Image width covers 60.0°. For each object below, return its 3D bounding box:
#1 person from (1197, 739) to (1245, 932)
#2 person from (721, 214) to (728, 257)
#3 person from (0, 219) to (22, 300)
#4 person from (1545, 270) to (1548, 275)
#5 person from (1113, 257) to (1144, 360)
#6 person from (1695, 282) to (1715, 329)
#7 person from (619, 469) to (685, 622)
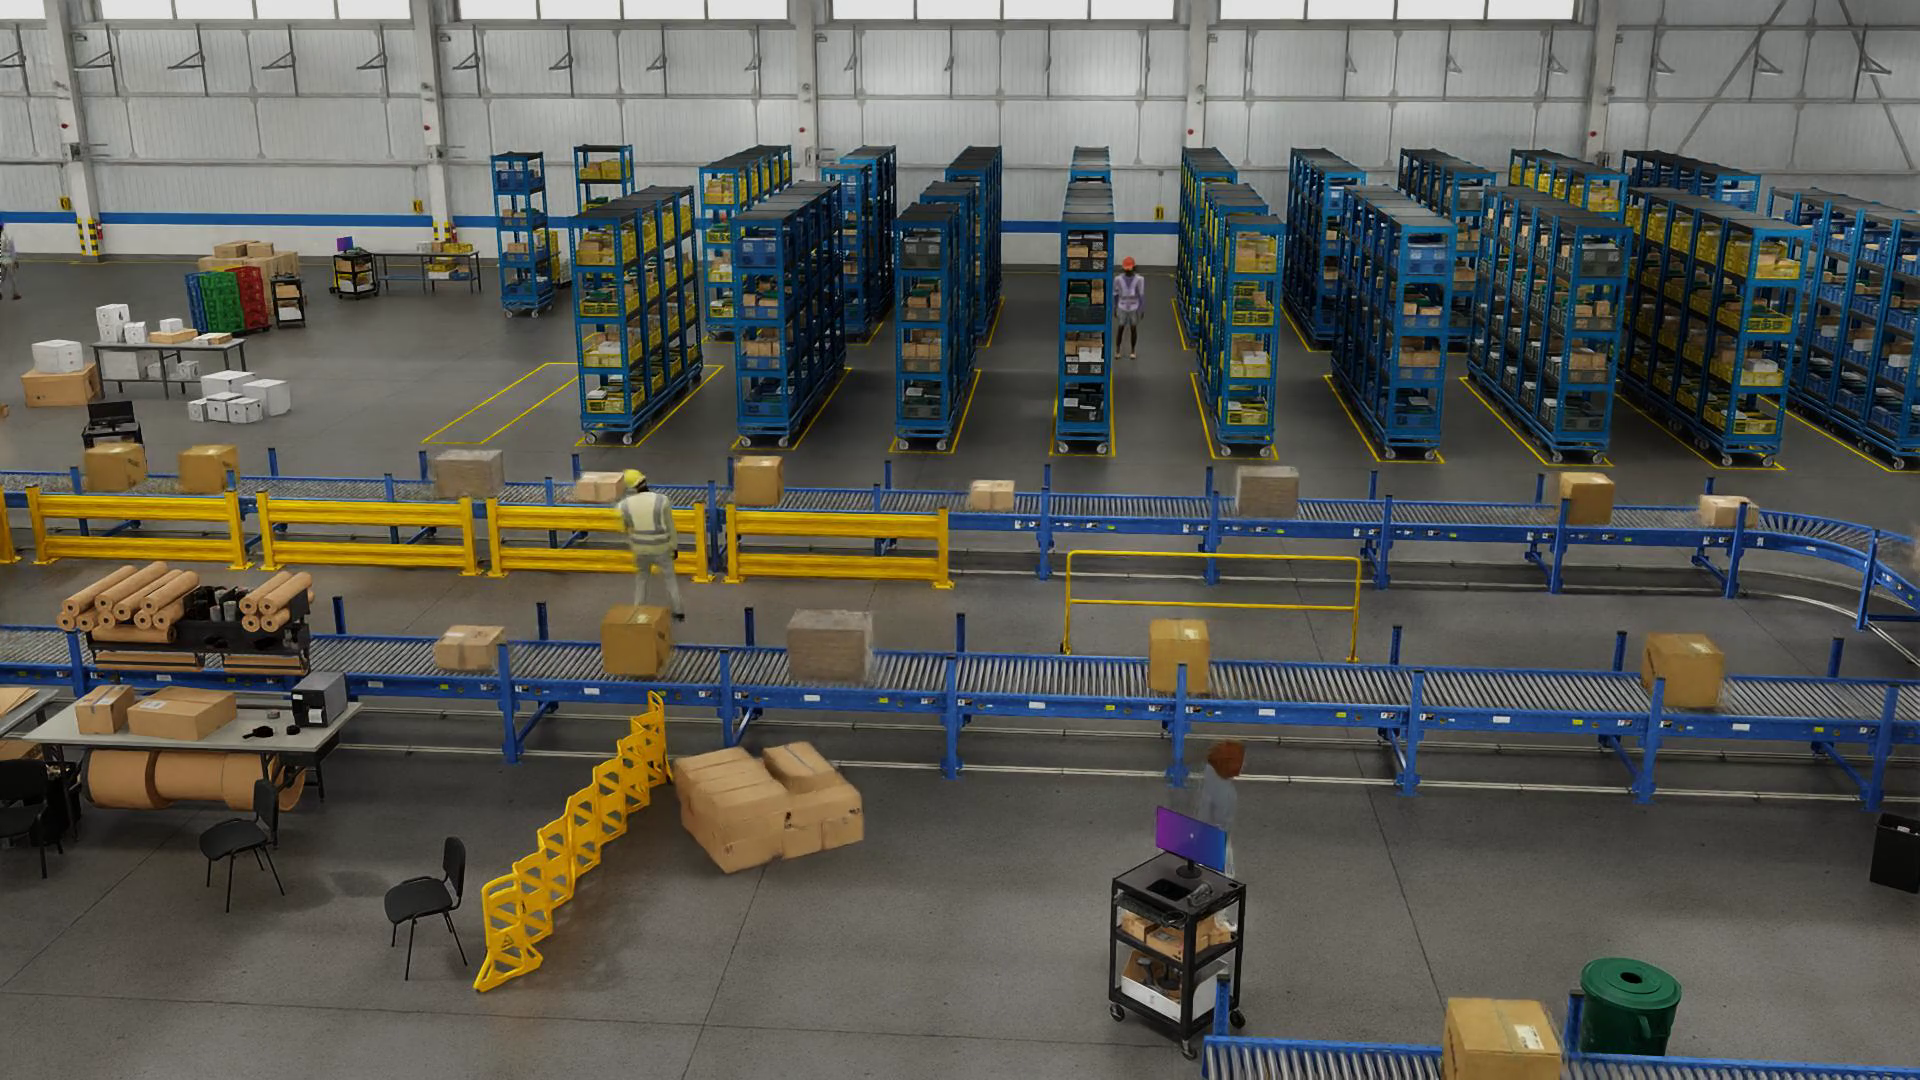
[{"bbox_3d":[1.787,2.163,12.060,0.600,1.604,0.527,-3,18,-11],"label":"person"},{"bbox_3d":[-5.975,-7.456,42.420,0.881,1.715,0.565,3,18,8],"label":"person"},{"bbox_3d":[-22.668,-6.625,39.419,0.626,1.932,0.585,1,18,2],"label":"person"},{"bbox_3d":[11.342,-4.450,32.677,0.379,1.836,0.565,4,18,13],"label":"person"},{"bbox_3d":[3.308,-4.554,32.684,0.622,2.034,0.407,2,18,6],"label":"person"},{"bbox_3d":[13.575,-3.767,30.366,0.626,1.928,1.071,-14,22,-37],"label":"person"},{"bbox_3d":[-3.432,0.064,18.445,0.613,1.794,0.404,1,18,3],"label":"person"}]
